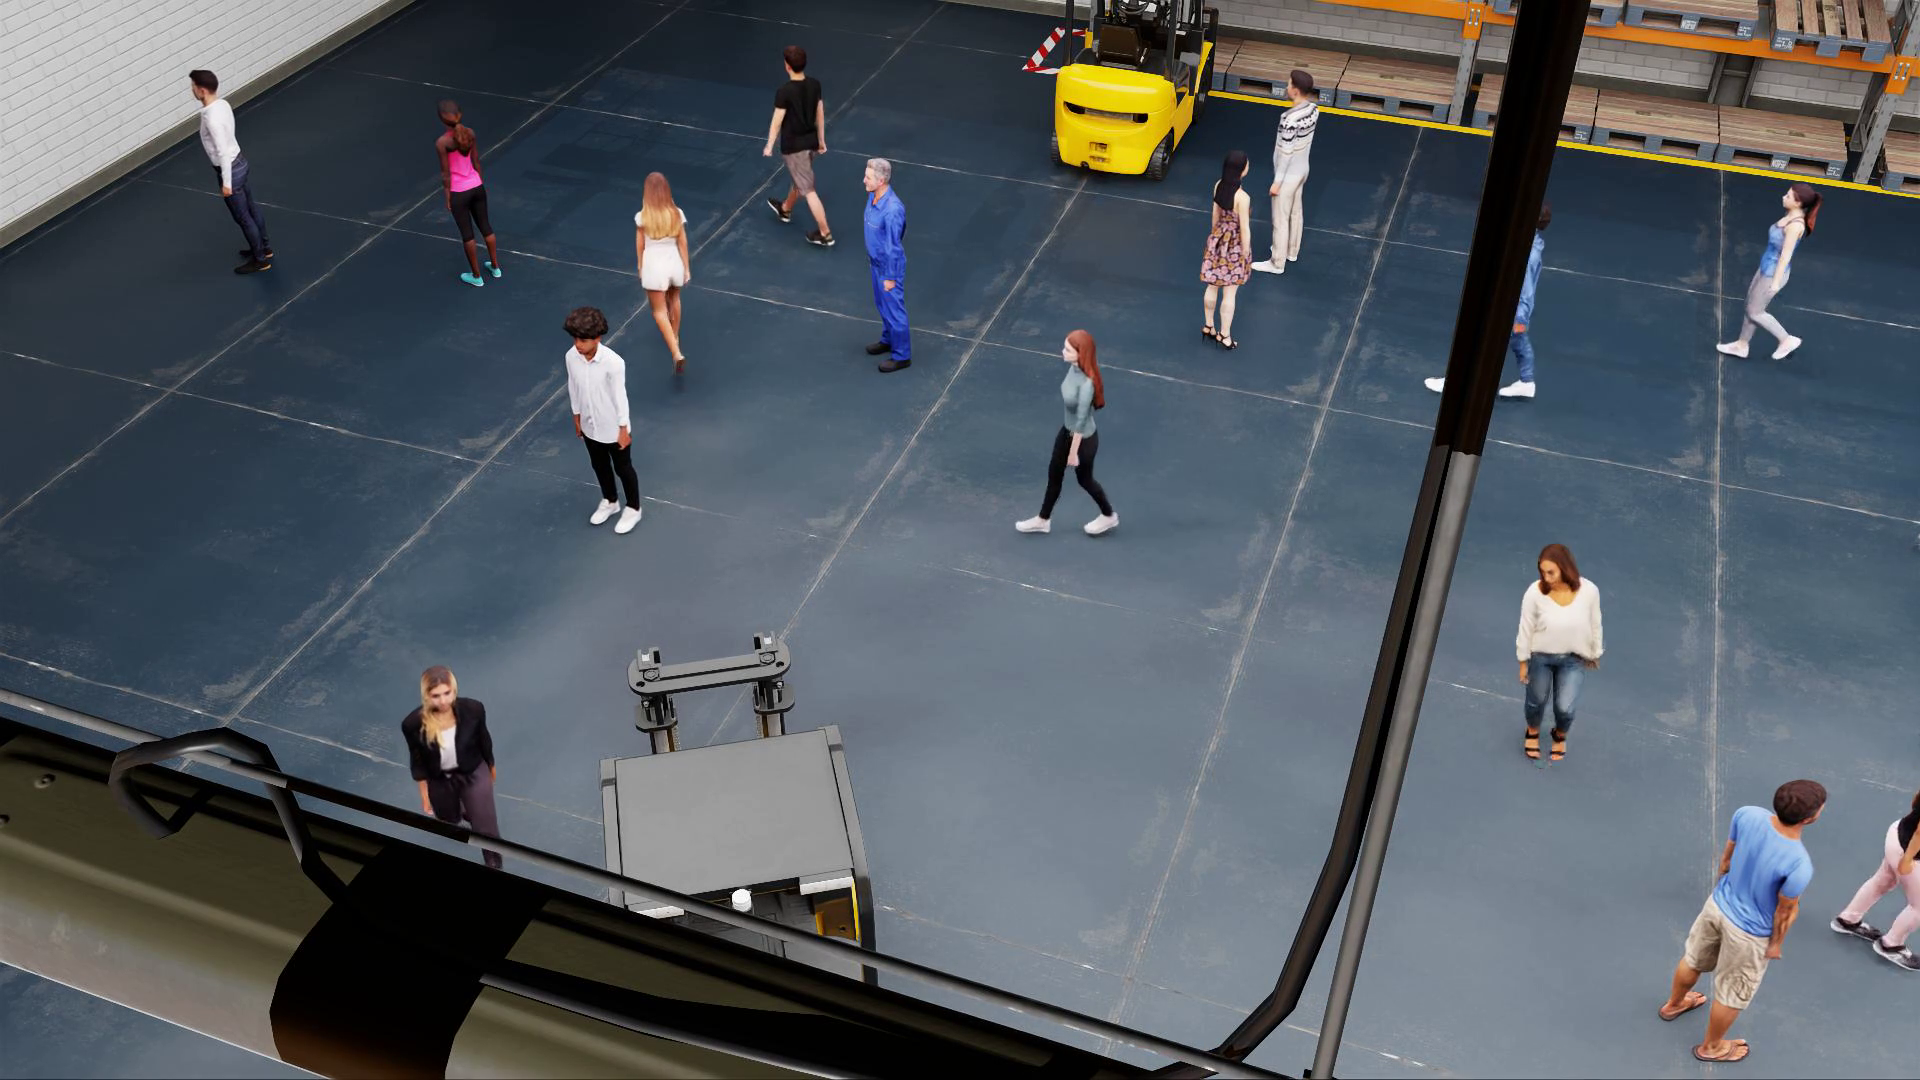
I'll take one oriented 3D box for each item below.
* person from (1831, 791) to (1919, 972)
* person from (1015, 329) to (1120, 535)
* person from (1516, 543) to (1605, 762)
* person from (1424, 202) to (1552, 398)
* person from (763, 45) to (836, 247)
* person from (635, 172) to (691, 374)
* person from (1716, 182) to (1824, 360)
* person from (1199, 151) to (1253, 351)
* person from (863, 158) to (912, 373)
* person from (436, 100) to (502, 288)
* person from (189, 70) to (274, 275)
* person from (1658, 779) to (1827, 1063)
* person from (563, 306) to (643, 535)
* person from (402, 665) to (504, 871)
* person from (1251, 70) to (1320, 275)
[{"bbox_3d":[5.013,1.627,8.893,0.735,1.550,0.581,18,42,21],"label":"person"},{"bbox_3d":[0.897,-0.708,11.683,1.082,1.717,0.872,-4,39,-5],"label":"person"},{"bbox_3d":[3.585,0.683,10.000,0.574,1.643,0.789,-2,39,-2],"label":"person"},{"bbox_3d":[4.413,-1.837,13.058,1.186,1.765,0.836,6,39,7],"label":"person"},{"bbox_3d":[-1.397,-3.537,15.149,1.273,1.811,0.963,28,46,31],"label":"person"},{"bbox_3d":[-2.401,-2.151,13.529,1.017,1.669,1.067,-15,41,-18],"label":"person"},{"bbox_3d":[6.705,-2.157,13.594,0.839,1.597,0.591,16,41,19],"label":"person"},{"bbox_3d":[2.216,-2.390,13.743,0.863,1.775,0.790,-22,44,-25],"label":"person"},{"bbox_3d":[-0.582,-2.253,13.531,0.808,1.825,0.779,-13,40,-15],"label":"person"},{"bbox_3d":[-4.339,-3.057,14.619,0.658,1.723,0.632,29,47,31],"label":"person"},{"bbox_3d":[-6.477,-3.288,14.793,0.729,1.868,0.714,-6,39,-7],"label":"person"},{"bbox_3d":[3.919,1.881,8.324,0.784,1.863,0.751,-12,40,-14],"label":"person"},{"bbox_3d":[-2.519,-0.860,11.801,0.488,1.807,0.677,14,41,17],"label":"person"},{"bbox_3d":[-2.801,1.292,9.235,1.007,1.646,1.008,-11,40,-14],"label":"person"},{"bbox_3d":[2.939,-3.271,14.778,0.664,1.860,0.744,24,45,27],"label":"person"}]
